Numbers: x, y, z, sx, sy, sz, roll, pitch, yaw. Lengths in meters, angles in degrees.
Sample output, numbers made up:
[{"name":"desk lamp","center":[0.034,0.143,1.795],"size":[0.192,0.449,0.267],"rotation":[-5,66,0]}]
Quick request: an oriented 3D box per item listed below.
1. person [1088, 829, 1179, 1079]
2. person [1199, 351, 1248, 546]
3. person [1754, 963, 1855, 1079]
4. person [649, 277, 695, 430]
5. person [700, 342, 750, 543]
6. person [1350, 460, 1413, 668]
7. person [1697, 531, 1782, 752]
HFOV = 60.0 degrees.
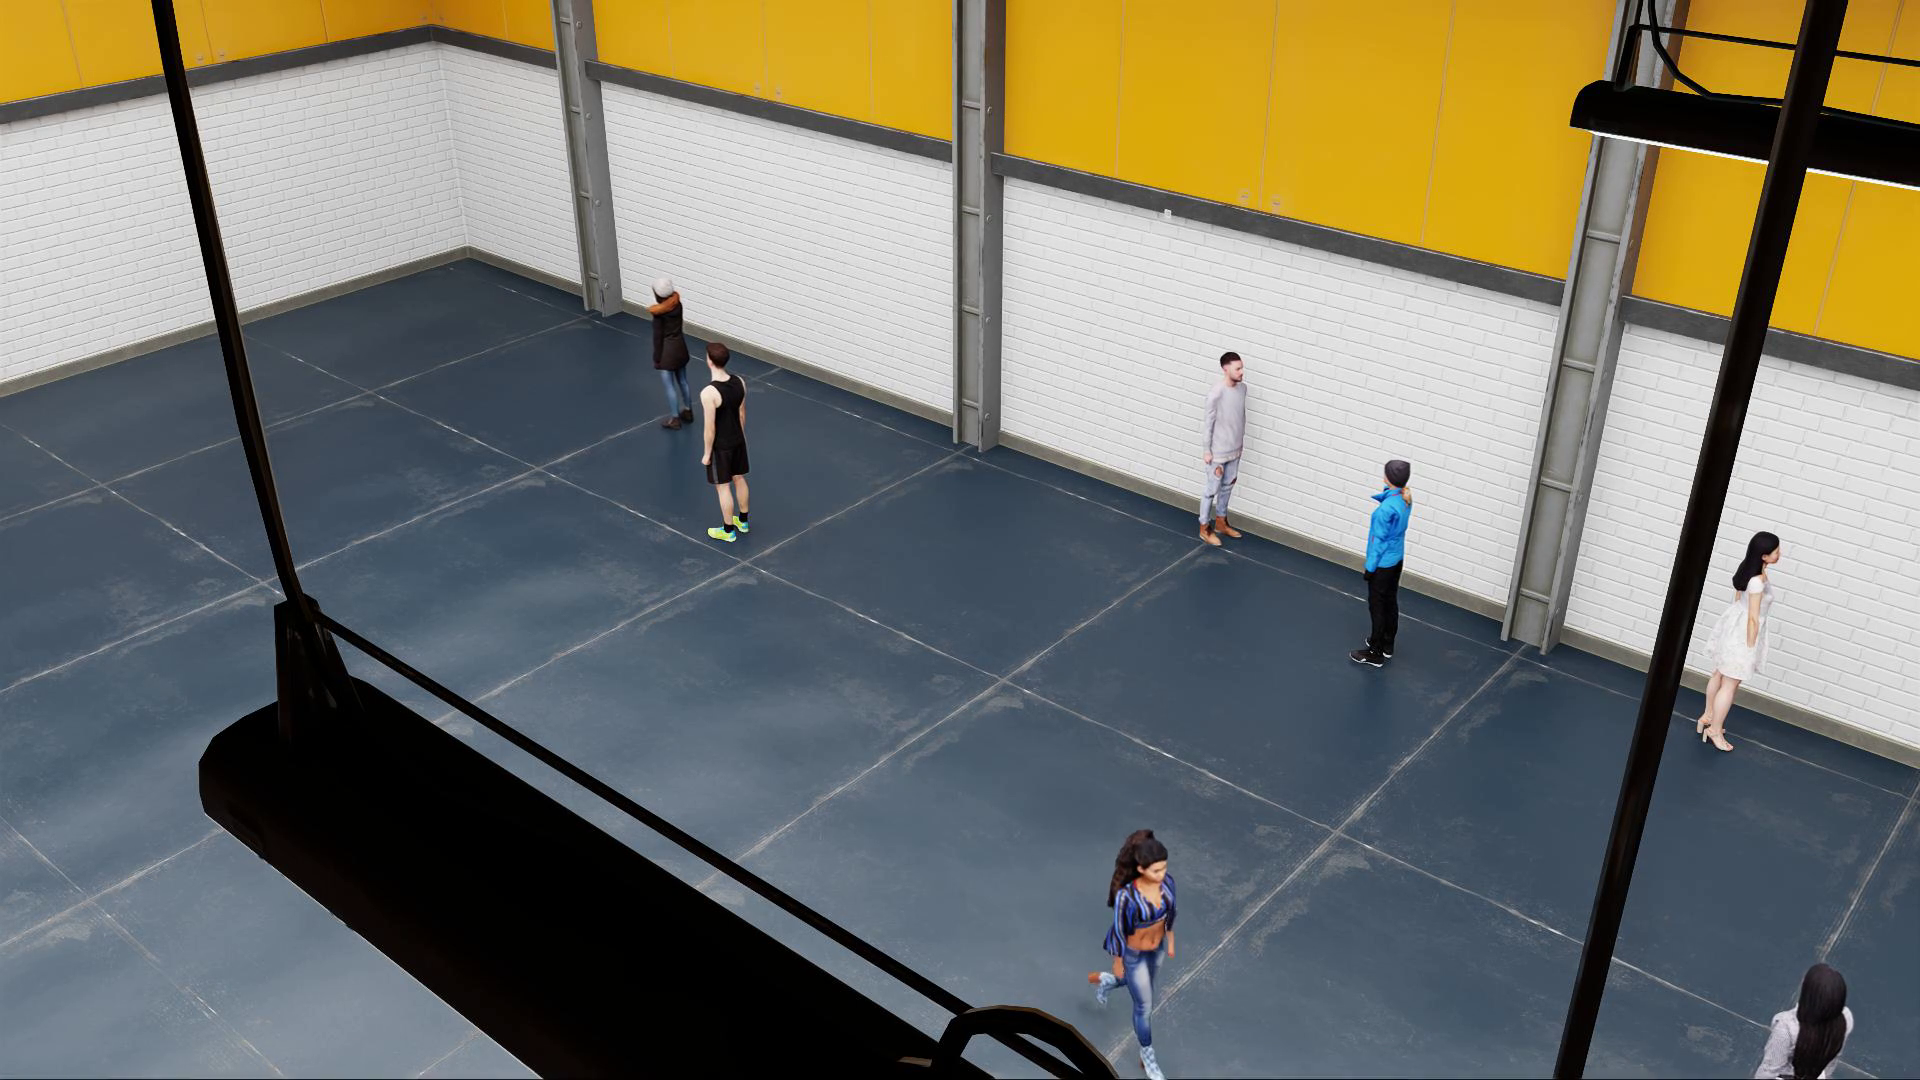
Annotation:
[{"name":"person","center":[1.002,2.313,9.509],"size":[0.781,1.601,1.044],"rotation":[-19,34,-30]},{"name":"person","center":[2.378,-0.857,15.072],"size":[0.716,1.839,0.639],"rotation":[-22,35,-34]},{"name":"person","center":[4.209,2.818,8.455],"size":[0.673,1.724,0.715],"rotation":[-5,29,-9]},{"name":"person","center":[-3.008,-1.954,17.300],"size":[0.654,1.631,0.663],"rotation":[15,32,25]},{"name":"person","center":[-2.131,-0.889,15.078],"size":[0.572,1.890,0.700],"rotation":[19,34,31]},{"name":"person","center":[3.385,0.178,13.219],"size":[0.511,1.797,0.620],"rotation":[23,36,36]},{"name":"person","center":[5.738,0.730,12.230],"size":[0.790,1.775,0.763],"rotation":[6,29,10]}]
